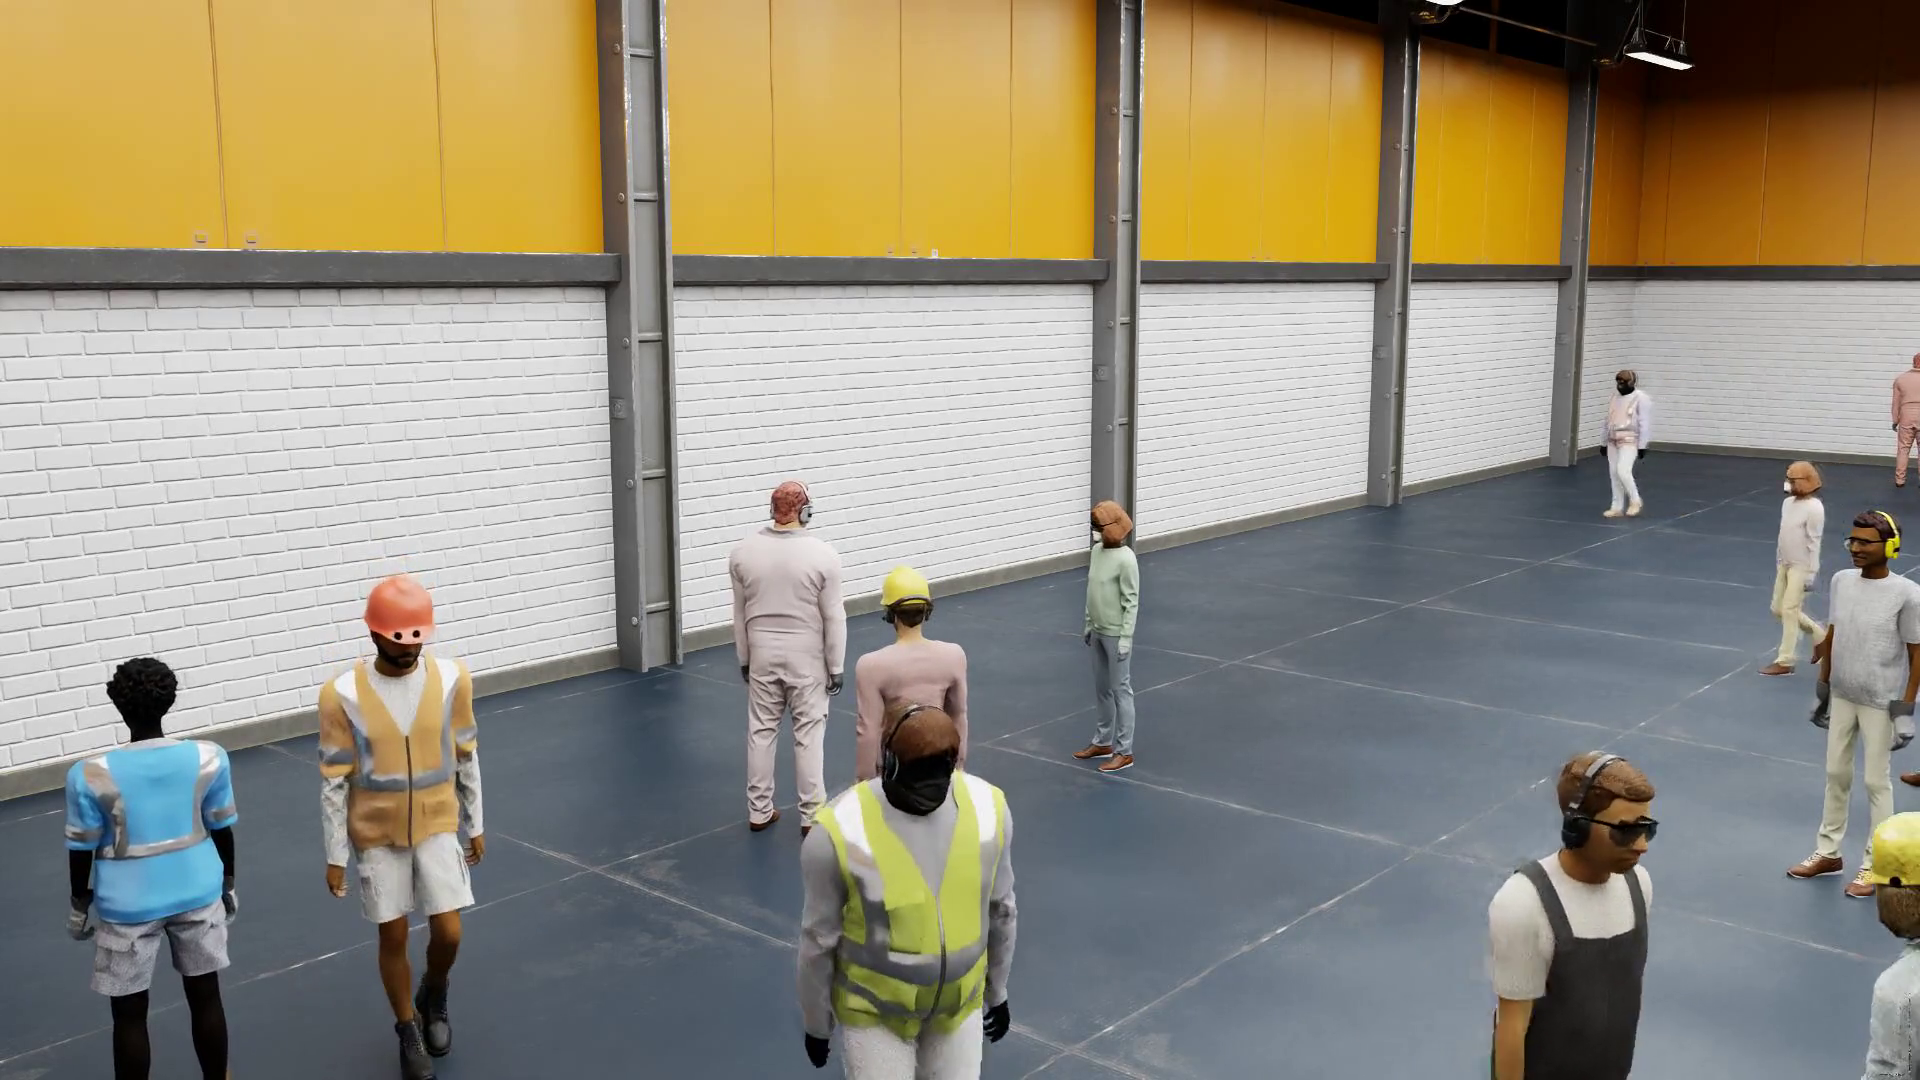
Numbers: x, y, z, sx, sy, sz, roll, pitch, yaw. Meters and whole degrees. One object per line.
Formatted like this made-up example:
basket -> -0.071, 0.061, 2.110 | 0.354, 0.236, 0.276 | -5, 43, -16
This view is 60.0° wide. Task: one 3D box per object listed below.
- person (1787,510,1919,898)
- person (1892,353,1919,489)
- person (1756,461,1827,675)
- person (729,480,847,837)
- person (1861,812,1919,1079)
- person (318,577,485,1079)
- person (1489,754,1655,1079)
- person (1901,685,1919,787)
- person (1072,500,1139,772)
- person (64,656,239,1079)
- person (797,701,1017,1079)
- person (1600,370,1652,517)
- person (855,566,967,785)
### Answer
person -> 4.343, 0.779, 8.001 | 0.335, 1.873, 0.521 | -4, 10, -24
person -> 13.400, -1.669, 23.279 | 0.636, 1.903, 0.405 | 8, 12, 43
person -> 6.251, 0.216, 12.335 | 0.537, 1.616, 0.502 | 0, 9, 0
person -> -0.893, 0.628, 8.868 | 0.636, 1.900, 0.403 | 3, 9, 15
person -> 2.370, 1.495, 4.001 | 0.557, 1.698, 0.522 | -4, 10, -22
person -> -2.013, 1.068, 6.054 | 0.582, 1.911, 0.449 | -5, 10, -27
person -> 1.509, 1.418, 4.133 | 0.530, 1.825, 0.480 | -3, 10, -19
person -> 5.747, 0.546, 9.453 | 0.670, 1.872, 0.506 | -3, 10, -19
person -> 0.899, 0.571, 10.046 | 0.286, 1.633, 0.498 | -4, 10, -25
person -> -2.743, 1.236, 5.691 | 0.545, 1.694, 0.318 | -8, 12, -40
person -> -0.171, 1.313, 4.827 | 0.655, 1.817, 0.588 | -4, 10, -25
person -> 8.134, -1.173, 20.392 | 0.444, 1.827, 0.643 | -4, 10, -21
person -> -0.217, 0.986, 7.034 | 0.533, 1.765, 0.329 | -5, 10, -29
